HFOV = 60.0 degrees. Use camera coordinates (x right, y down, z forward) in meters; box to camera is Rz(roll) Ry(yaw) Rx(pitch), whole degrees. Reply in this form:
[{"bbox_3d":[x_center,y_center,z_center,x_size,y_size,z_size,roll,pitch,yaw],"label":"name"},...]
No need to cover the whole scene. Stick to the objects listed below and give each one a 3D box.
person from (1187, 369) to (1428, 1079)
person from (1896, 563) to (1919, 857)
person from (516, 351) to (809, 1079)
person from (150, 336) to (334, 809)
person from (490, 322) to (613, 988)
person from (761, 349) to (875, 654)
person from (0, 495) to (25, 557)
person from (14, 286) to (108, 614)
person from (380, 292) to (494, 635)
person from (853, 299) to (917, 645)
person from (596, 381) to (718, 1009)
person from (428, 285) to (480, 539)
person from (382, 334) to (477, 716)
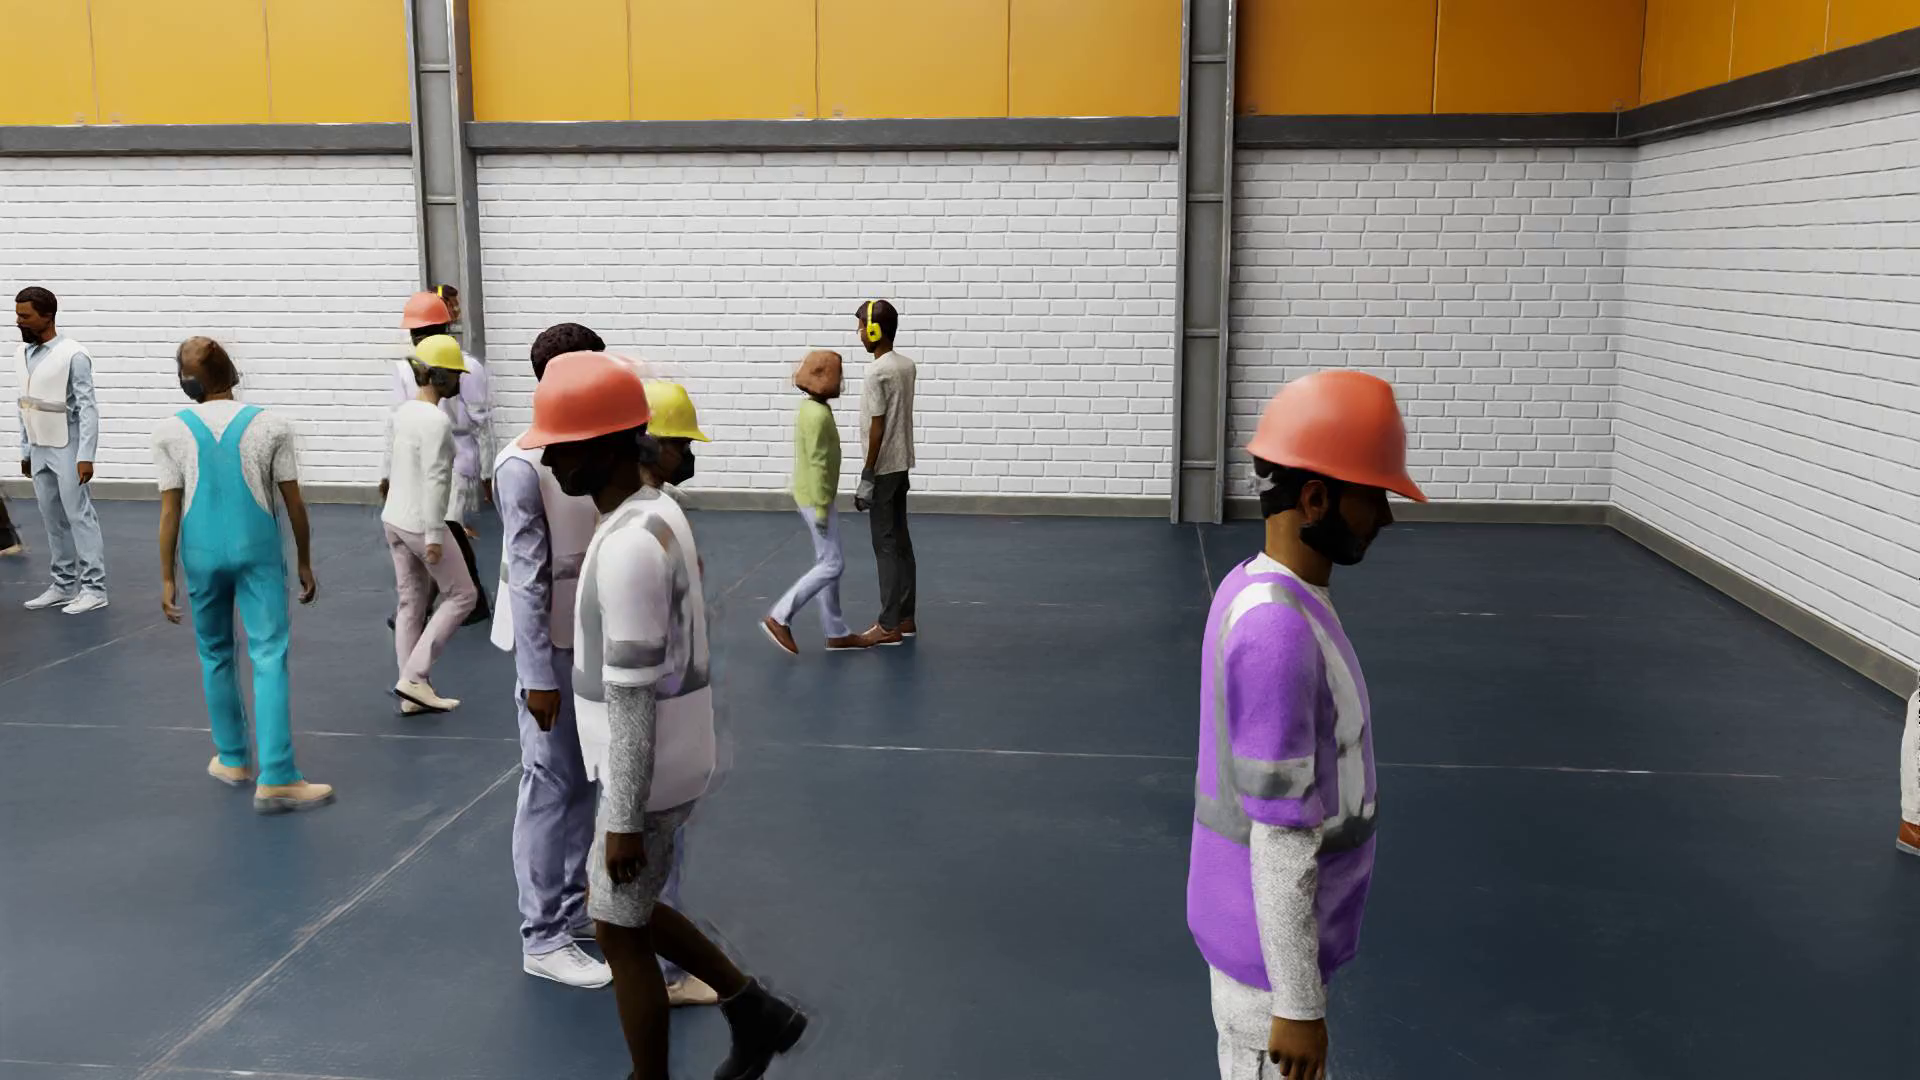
[{"bbox_3d":[0.581,0.672,2.878,0.375,1.931,0.542,1,10,7],"label":"person"},{"bbox_3d":[3.567,0.157,5.776,0.606,1.947,0.406,-6,12,-33],"label":"person"},{"bbox_3d":[-0.710,0.517,3.838,0.537,1.909,0.547,-1,10,-8],"label":"person"},{"bbox_3d":[-2.778,0.124,6.425,0.576,1.803,0.706,-3,10,-17],"label":"person"},{"bbox_3d":[-1.158,0.324,4.906,0.399,1.920,0.590,2,10,11],"label":"person"},{"bbox_3d":[-0.733,-0.192,8.697,0.542,1.616,0.519,-1,10,-8],"label":"person"},{"bbox_3d":[-6.967,-0.778,11.295,1.033,1.896,0.689,-1,10,-8],"label":"person"},{"bbox_3d":[-5.296,-0.528,9.790,0.597,1.915,0.370,5,11,26],"label":"person"},{"bbox_3d":[-2.918,-0.398,9.120,0.575,1.885,0.980,4,11,21],"label":"person"},{"bbox_3d":[-0.416,-0.359,8.977,0.329,1.865,0.515,4,11,22],"label":"person"},{"bbox_3d":[-0.859,0.434,4.721,0.329,1.765,0.525,-7,12,-35],"label":"person"},{"bbox_3d":[-3.783,-0.939,12.299,0.329,1.865,0.508,-4,11,-22],"label":"person"},{"bbox_3d":[-2.411,-0.060,7.583,0.421,1.741,0.535,-8,13,-40],"label":"person"}]
